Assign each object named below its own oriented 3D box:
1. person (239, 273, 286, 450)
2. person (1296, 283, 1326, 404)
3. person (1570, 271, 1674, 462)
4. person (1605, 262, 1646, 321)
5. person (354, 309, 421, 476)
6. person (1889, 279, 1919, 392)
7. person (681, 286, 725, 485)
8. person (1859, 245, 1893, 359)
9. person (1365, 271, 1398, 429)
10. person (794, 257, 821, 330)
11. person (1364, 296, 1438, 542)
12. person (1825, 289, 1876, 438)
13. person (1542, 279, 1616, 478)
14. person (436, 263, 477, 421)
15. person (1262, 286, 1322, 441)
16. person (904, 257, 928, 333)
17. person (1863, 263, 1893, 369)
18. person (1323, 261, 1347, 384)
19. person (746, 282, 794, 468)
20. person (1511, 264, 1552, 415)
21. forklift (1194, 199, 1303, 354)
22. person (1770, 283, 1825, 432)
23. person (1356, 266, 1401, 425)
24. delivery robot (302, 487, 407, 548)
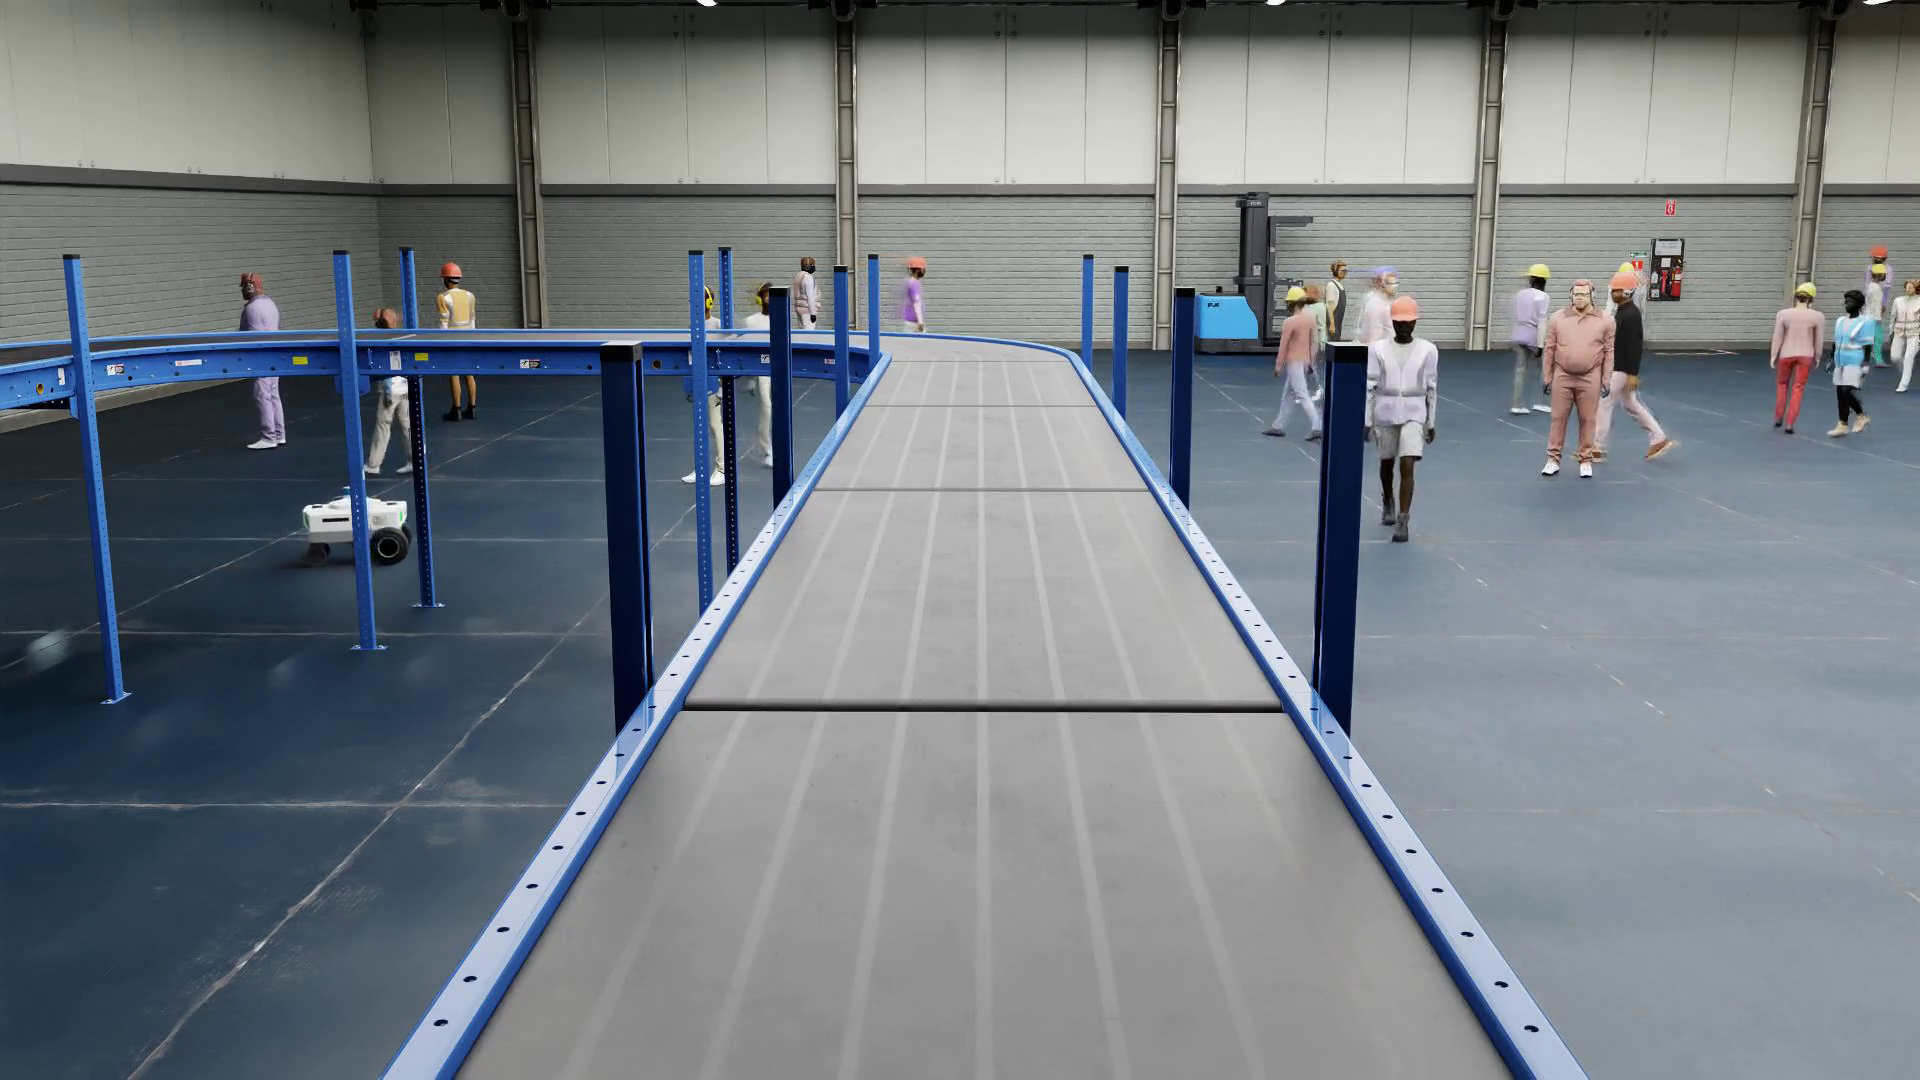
[{"bbox_3d":[-7.615,-1.944,18.076,0.399,1.904,0.671,-1,11,-5],"label":"person"},{"bbox_3d":[4.676,-2.638,22.367,0.345,1.617,0.519,-7,13,-32],"label":"person"},{"bbox_3d":[6.870,-1.770,17.046,0.970,1.965,0.638,3,11,15],"label":"person"},{"bbox_3d":[9.934,-3.232,24.905,0.598,1.825,0.404,-1,11,-8],"label":"person"},{"bbox_3d":[-5.580,-1.434,16.179,0.549,1.622,0.539,1,11,3],"label":"person"},{"bbox_3d":[13.680,-2.954,23.971,0.510,1.623,0.530,-8,14,-37],"label":"person"},{"bbox_3d":[-2.403,-1.459,15.665,0.526,1.871,0.324,8,14,37],"label":"person"},{"bbox_3d":[16.266,-4.238,29.601,0.468,2.005,0.685,-2,11,-10],"label":"person"},{"bbox_3d":[4.845,-2.173,19.292,0.576,1.889,0.645,5,12,24],"label":"person"},{"bbox_3d":[-2.527,-3.775,27.636,0.430,1.845,0.622,-5,12,-23],"label":"person"},{"bbox_3d":[3.496,-0.997,13.239,0.556,1.905,0.944,3,12,17],"label":"person"},{"bbox_3d":[10.113,-2.005,18.940,0.363,1.680,0.542,-2,11,-12],"label":"person"},{"bbox_3d":[5.974,-1.565,16.114,0.652,1.906,0.402,5,12,25],"label":"person"},{"bbox_3d":[-6.252,-2.456,20.612,0.357,1.938,0.542,7,13,33],"label":"person"},{"bbox_3d":[3.824,-1.998,18.809,0.890,1.724,0.534,10,15,42],"label":"person"},{"bbox_3d":[-0.689,-3.453,25.870,1.019,1.887,0.561,0,11,0],"label":"person"},{"bbox_3d":[15.127,-3.734,27.704,0.809,1.735,0.525,6,12,28],"label":"person"},{"bbox_3d":[5.649,-3.266,25.011,0.335,1.845,0.513,5,12,25],"label":"person"},{"bbox_3d":[-1.900,-1.652,16.694,0.540,1.854,0.377,-8,13,-35],"label":"person"},{"bbox_3d":[7.327,-2.549,21.168,0.667,1.906,0.604,-5,12,-26],"label":"person"},{"bbox_3d":[5.313,-4.851,30.603,1.873,2.768,1.129,0,11,1],"label":"forklift"},{"bbox_3d":[9.862,-2.157,19.600,0.535,1.724,0.821,6,13,29],"label":"person"},{"bbox_3d":[4.992,-2.330,20.021,0.528,1.913,0.629,5,12,22],"label":"person"},{"bbox_3d":[-4.437,-0.153,12.208,0.707,0.478,0.477,-3,11,-15],"label":"delivery robot"}]
